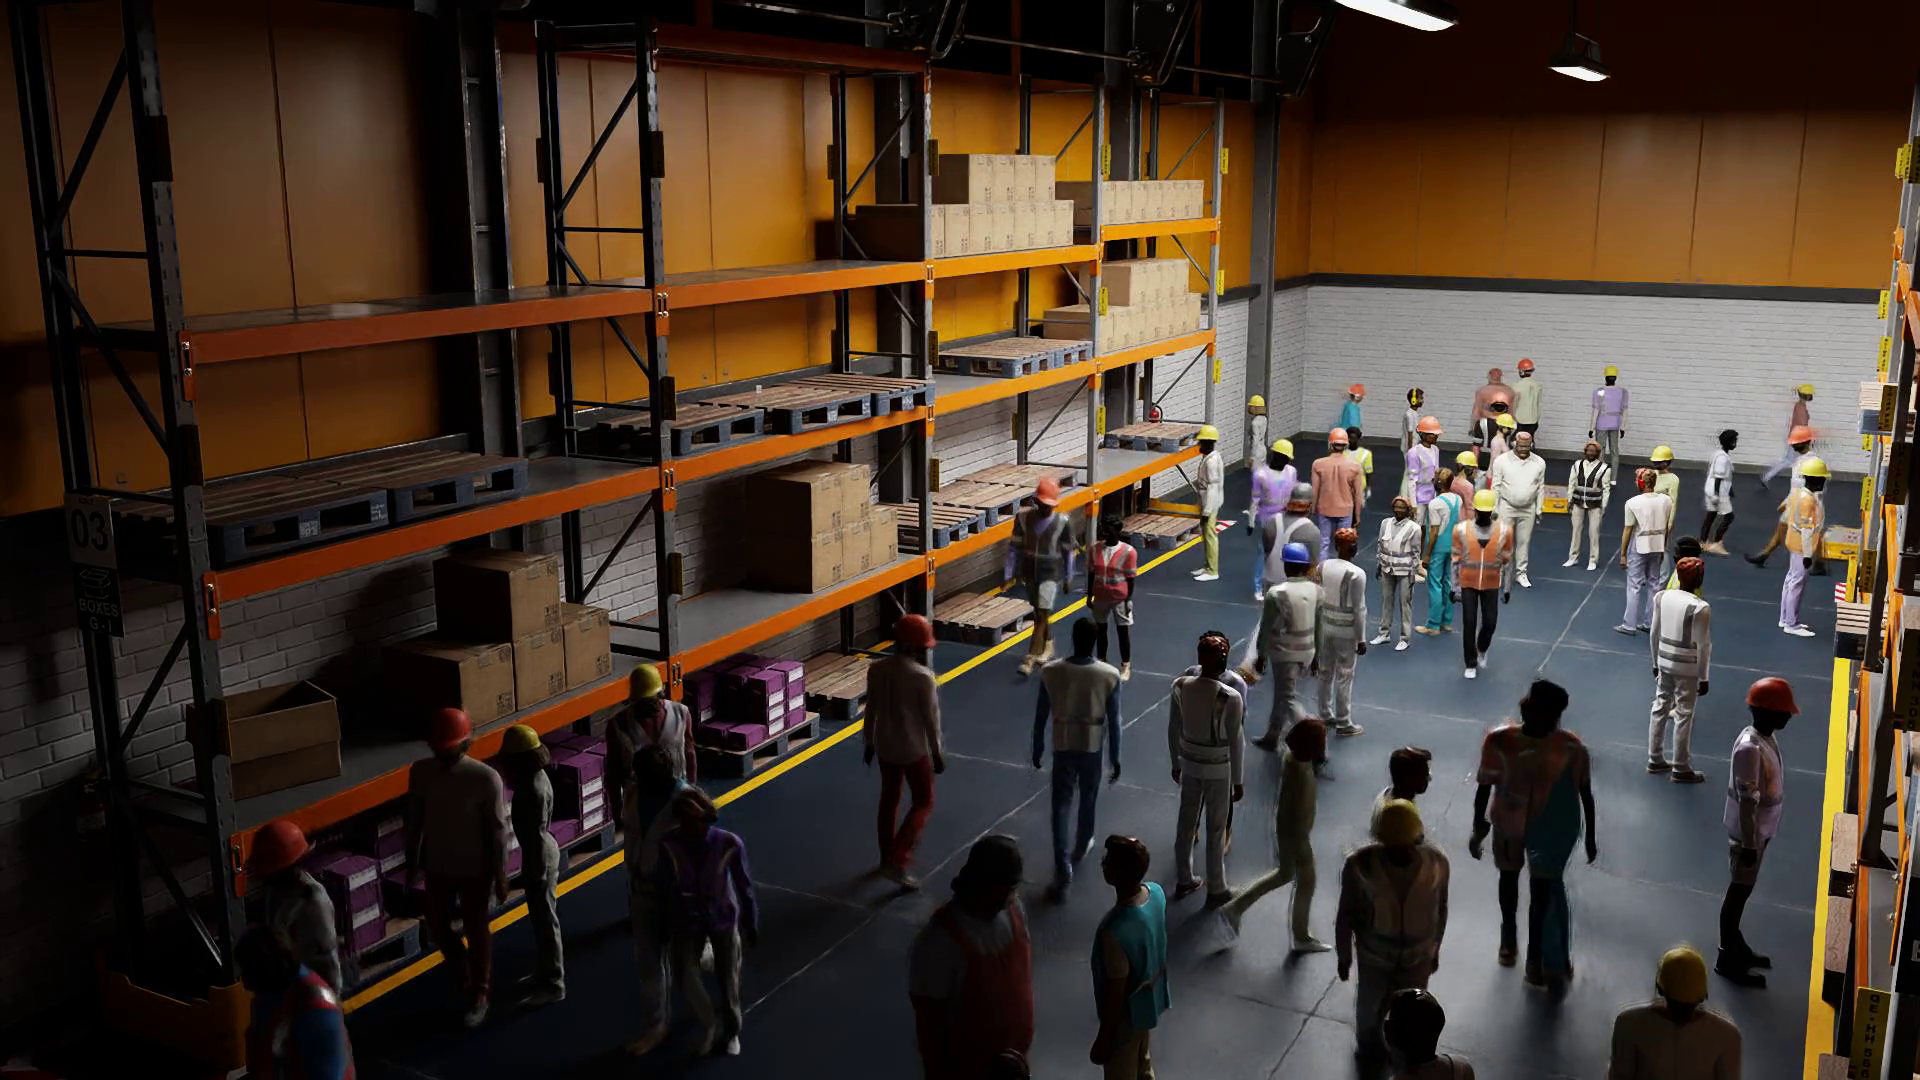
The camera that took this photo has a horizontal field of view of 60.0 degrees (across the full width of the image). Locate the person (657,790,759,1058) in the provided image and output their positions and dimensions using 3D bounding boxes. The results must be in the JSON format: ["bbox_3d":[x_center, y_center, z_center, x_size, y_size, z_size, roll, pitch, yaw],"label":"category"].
[{"bbox_3d":[-1.418,2.160,9.372,0.604,1.614,0.420,1,13,4],"label":"person"}]

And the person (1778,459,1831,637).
[{"bbox_3d":[9.158,0.073,18.038,0.369,1.928,0.586,4,13,17],"label":"person"}]

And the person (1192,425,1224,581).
[{"bbox_3d":[3.038,-0.446,20.400,0.391,1.915,0.631,2,13,10],"label":"person"}]

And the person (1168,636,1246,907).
[{"bbox_3d":[1.692,1.575,11.410,0.584,1.882,0.337,11,17,41],"label":"person"}]

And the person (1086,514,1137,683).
[{"bbox_3d":[1.483,0.564,16.375,0.532,1.690,0.318,7,15,30],"label":"person"}]

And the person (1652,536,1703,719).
[{"bbox_3d":[6.643,0.800,15.302,0.322,1.697,0.535,2,13,9],"label":"person"}]

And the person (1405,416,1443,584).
[{"bbox_3d":[5.676,-0.500,20.342,0.372,2.044,0.607,11,17,42],"label":"person"}]

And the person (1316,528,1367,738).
[{"bbox_3d":[3.397,0.818,14.833,0.364,1.879,0.579,-7,14,-28],"label":"person"}]

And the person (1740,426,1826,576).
[{"bbox_3d":[10.349,-0.485,20.653,1.007,1.871,0.550,2,13,10],"label":"person"}]

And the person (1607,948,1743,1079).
[{"bbox_3d":[3.088,2.577,7.229,0.537,1.756,0.369,3,13,14],"label":"person"}]

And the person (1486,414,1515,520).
[{"bbox_3d":[7.274,-0.831,22.458,0.324,1.765,0.524,6,14,23],"label":"person"}]

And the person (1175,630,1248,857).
[{"bbox_3d":[1.844,1.485,12.240,0.535,1.697,0.318,8,15,33],"label":"person"}]

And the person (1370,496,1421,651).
[{"bbox_3d":[4.601,0.337,17.496,0.308,1.645,0.514,-11,16,-40],"label":"person"}]

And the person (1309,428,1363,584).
[{"bbox_3d":[4.455,-0.342,19.745,0.625,1.991,0.391,3,13,13],"label":"person"}]

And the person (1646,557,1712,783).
[{"bbox_3d":[5.941,1.062,13.712,0.355,1.883,0.573,-5,14,-23],"label":"person"}]

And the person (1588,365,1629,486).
[{"bbox_3d":[10.313,-1.817,26.507,0.594,1.922,0.375,-1,13,-4],"label":"person"}]

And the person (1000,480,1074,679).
[{"bbox_3d":[0.779,0.372,16.582,0.643,1.963,1.084,6,14,25],"label":"person"}]

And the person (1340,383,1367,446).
[{"bbox_3d":[6.038,-1.579,25.864,0.502,1.736,0.578,0,13,1],"label":"person"}]

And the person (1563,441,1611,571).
[{"bbox_3d":[7.916,-0.441,20.978,0.522,1.645,0.306,11,17,41],"label":"person"}]

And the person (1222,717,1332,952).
[{"bbox_3d":[2.065,1.889,10.633,0.642,1.607,0.529,-1,13,-3],"label":"person"}]

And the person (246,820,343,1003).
[{"bbox_3d":[-3.356,2.277,8.246,0.744,1.895,0.608,-9,16,-36],"label":"person"}]

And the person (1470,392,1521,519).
[{"bbox_3d":[7.262,-1.000,22.621,0.616,2.030,0.409,2,13,10],"label":"person"}]

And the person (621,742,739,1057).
[{"bbox_3d":[-1.640,2.009,9.642,0.626,1.818,0.792,7,15,30],"label":"person"}]

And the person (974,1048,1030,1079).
[{"bbox_3d":[0.111,2.775,6.246,0.549,1.789,0.915,0,13,-2],"label":"person"}]

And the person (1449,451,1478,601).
[{"bbox_3d":[5.867,-0.165,19.471,0.312,1.768,0.524,-3,13,-14],"label":"person"}]

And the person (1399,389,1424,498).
[{"bbox_3d":[6.572,-1.277,24.243,0.305,1.864,0.577,2,13,11],"label":"person"}]

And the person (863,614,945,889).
[{"bbox_3d":[-0.455,1.473,11.696,0.701,1.965,0.549,10,16,38],"label":"person"}]

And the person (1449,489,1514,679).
[{"bbox_3d":[5.152,0.427,16.493,0.608,1.910,0.452,3,13,14],"label":"person"}]

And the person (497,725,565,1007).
[{"bbox_3d":[-2.597,1.950,10.084,0.324,1.730,0.490,-5,13,-21],"label":"person"}]

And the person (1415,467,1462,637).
[{"bbox_3d":[5.191,0.123,17.997,0.519,1.844,0.331,-10,16,-39],"label":"person"}]

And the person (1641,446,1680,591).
[{"bbox_3d":[8.355,-0.259,19.916,0.332,1.760,0.526,-4,13,-17],"label":"person"}]

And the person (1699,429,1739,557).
[{"bbox_3d":[9.947,-0.617,21.696,0.510,1.671,0.531,4,13,17],"label":"person"}]

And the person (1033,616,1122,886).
[{"bbox_3d":[0.836,1.479,11.860,0.628,1.880,0.951,2,13,8],"label":"person"}]

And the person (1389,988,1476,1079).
[{"bbox_3d":[1.814,2.660,6.671,0.507,1.840,0.342,-7,14,-29],"label":"person"}]

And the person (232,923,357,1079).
[{"bbox_3d":[-2.811,2.511,7.392,0.649,1.811,0.664,-11,16,-39],"label":"person"}]

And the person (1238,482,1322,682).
[{"bbox_3d":[3.194,0.399,16.321,0.961,2.000,0.686,-12,17,-43],"label":"person"}]

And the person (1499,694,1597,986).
[{"bbox_3d":[3.668,1.849,10.356,0.521,1.804,0.563,-3,13,-14],"label":"person"}]

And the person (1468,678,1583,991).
[{"bbox_3d":[3.489,1.811,10.301,0.644,1.901,0.781,4,13,18],"label":"person"}]

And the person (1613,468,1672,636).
[{"bbox_3d":[7.392,0.137,17.963,0.561,1.836,0.395,-3,13,-15],"label":"person"}]

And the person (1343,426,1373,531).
[{"bbox_3d":[5.205,-0.711,22.140,0.539,1.667,0.828,3,13,11],"label":"person"}]

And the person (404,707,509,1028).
[{"bbox_3d":[-2.954,1.910,9.763,0.650,1.972,0.526,3,13,12],"label":"person"}]

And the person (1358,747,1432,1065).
[{"bbox_3d":[2.451,2.048,9.398,0.399,1.848,0.581,2,13,10],"label":"person"}]

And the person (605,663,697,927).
[{"bbox_3d":[-2.041,1.685,11.066,0.608,1.821,0.403,-5,14,-22],"label":"person"}]

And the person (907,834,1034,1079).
[{"bbox_3d":[0.058,2.310,7.768,0.774,2.000,0.605,-11,17,-41],"label":"person"}]

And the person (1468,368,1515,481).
[{"bbox_3d":[8.522,-1.813,26.644,0.709,1.866,0.796,-1,13,-5],"label":"person"}]

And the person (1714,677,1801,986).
[{"bbox_3d":[4.947,1.785,10.345,0.351,1.941,0.545,8,15,31],"label":"person"}]

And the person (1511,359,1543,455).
[{"bbox_3d":[9.122,-1.940,26.920,0.613,1.987,0.403,-5,13,-20],"label":"person"}]

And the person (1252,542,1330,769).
[{"bbox_3d":[2.845,0.975,14.066,0.607,1.913,0.946,-8,15,-32],"label":"person"}]

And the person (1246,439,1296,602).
[{"bbox_3d":[3.656,-0.261,19.603,0.618,1.894,0.509,-5,14,-21],"label":"person"}]

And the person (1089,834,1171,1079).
[{"bbox_3d":[0.822,2.322,8.144,0.389,1.850,0.567,6,14,26],"label":"person"}]

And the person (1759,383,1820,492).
[{"bbox_3d":[13.012,-1.598,25.967,0.839,1.738,0.534,5,13,21],"label":"person"}]

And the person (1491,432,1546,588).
[{"bbox_3d":[6.723,-0.369,20.064,0.638,1.909,0.408,1,13,3],"label":"person"}]

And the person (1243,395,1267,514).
[{"bbox_3d":[4.335,-1.255,24.398,0.300,1.745,0.483,6,14,25],"label":"person"}]

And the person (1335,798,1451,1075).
[{"bbox_3d":[2.322,2.177,8.988,0.596,1.775,0.989,1,13,7],"label":"person"}]
